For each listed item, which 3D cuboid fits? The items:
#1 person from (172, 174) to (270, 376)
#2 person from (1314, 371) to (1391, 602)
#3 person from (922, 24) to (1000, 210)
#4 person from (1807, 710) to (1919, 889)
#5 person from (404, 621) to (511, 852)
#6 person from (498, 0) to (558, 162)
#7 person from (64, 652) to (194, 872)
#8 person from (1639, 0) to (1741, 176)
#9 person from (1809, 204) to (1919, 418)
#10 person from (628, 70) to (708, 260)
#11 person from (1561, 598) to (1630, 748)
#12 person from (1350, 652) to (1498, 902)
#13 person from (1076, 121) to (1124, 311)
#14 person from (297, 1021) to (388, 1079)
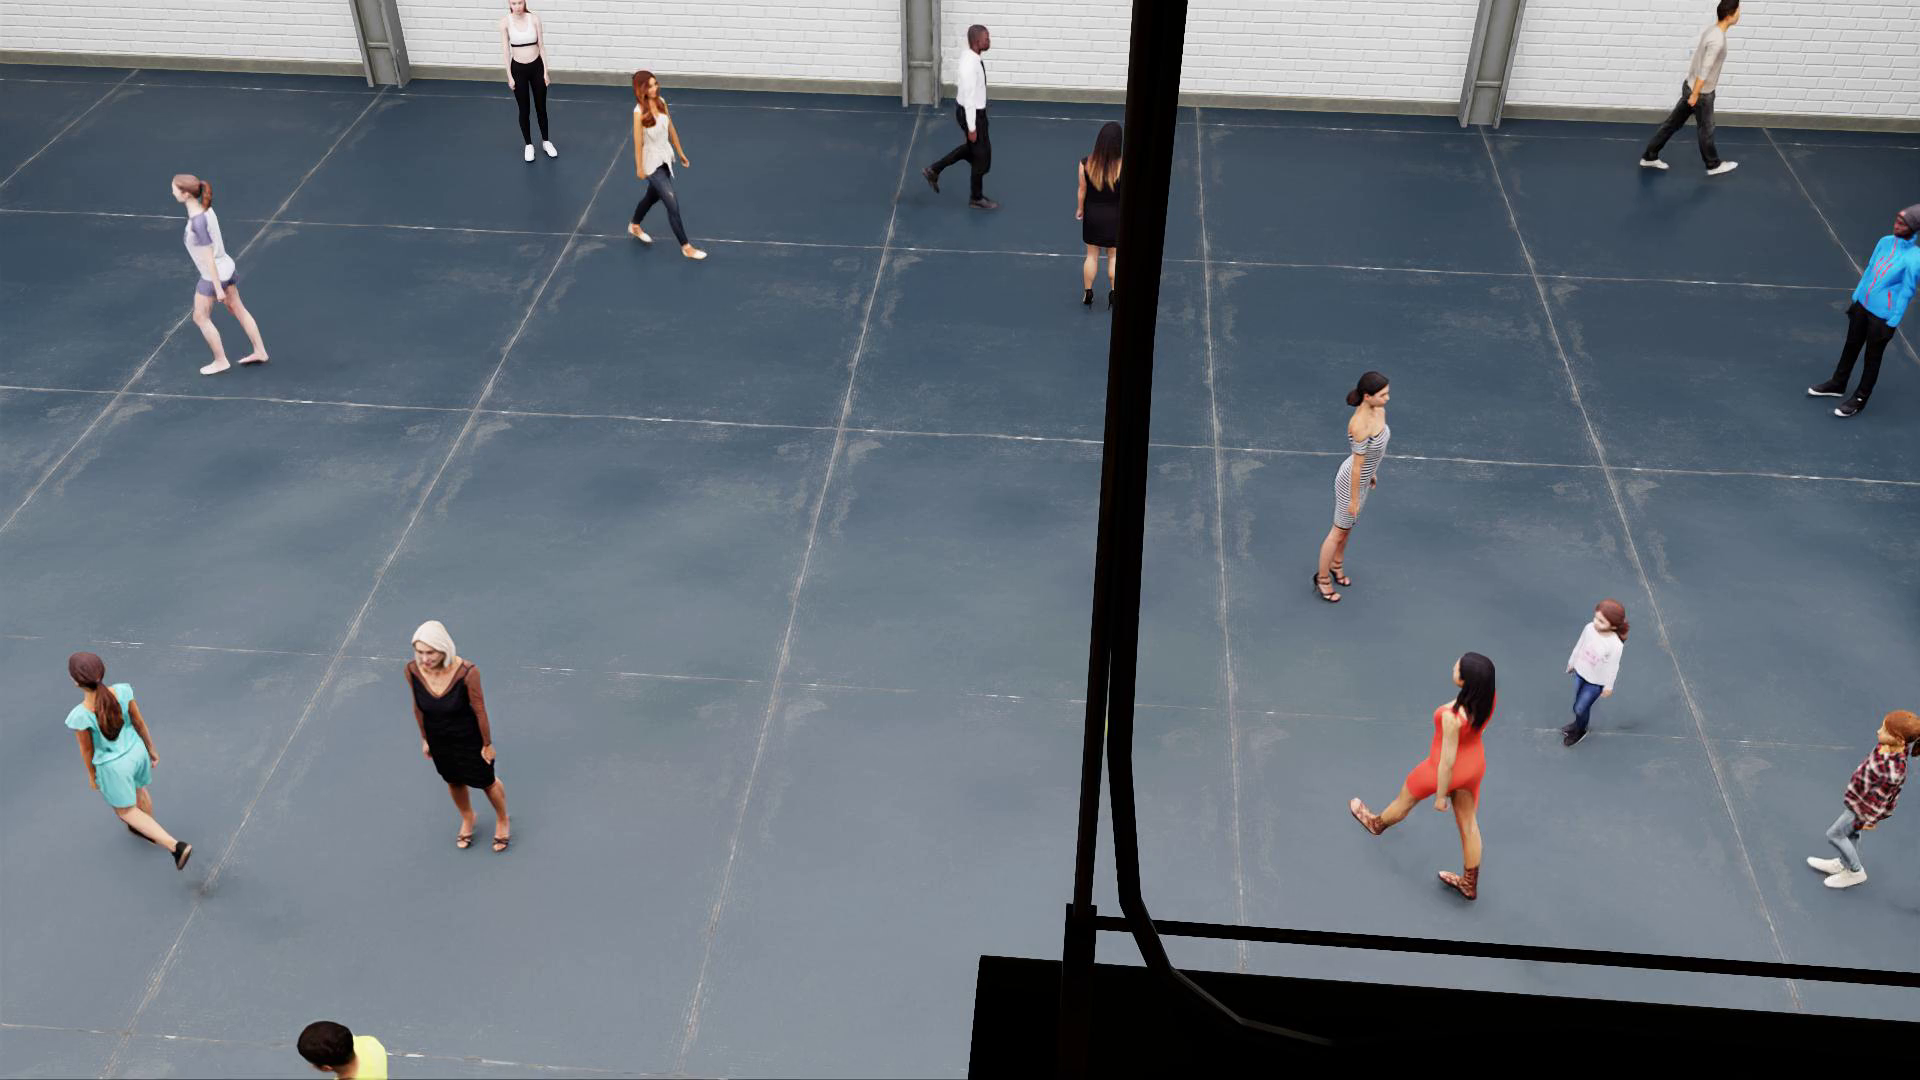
[{"bbox_3d":[-5.957,-2.156,13.518,0.816,1.748,0.687,-5,39,-7],"label":"person"},{"bbox_3d":[2.649,-0.369,11.224,0.647,1.817,0.653,18,42,21],"label":"person"},{"bbox_3d":[0.012,-3.978,15.749,0.982,1.811,0.672,1,39,2],"label":"person"},{"bbox_3d":[5.170,1.472,9.335,0.614,1.299,0.603,16,41,19],"label":"person"},{"bbox_3d":[-2.849,1.106,9.436,0.482,1.743,0.650,7,39,9],"label":"person"},{"bbox_3d":[-4.340,-4.686,16.691,0.619,1.741,0.729,-15,41,-18],"label":"person"},{"bbox_3d":[-4.701,1.274,9.387,1.010,1.544,0.791,20,43,23],"label":"person"},{"bbox_3d":[7.157,-4.431,16.346,1.154,1.773,0.751,8,39,10],"label":"person"},{"bbox_3d":[7.215,-1.808,13.045,0.655,1.794,0.684,-11,40,-13],"label":"person"},{"bbox_3d":[-2.821,-3.419,15.106,1.198,1.740,0.833,15,41,18],"label":"person"},{"bbox_3d":[3.973,0.804,10.328,0.582,1.102,0.540,-15,41,-18],"label":"person"},{"bbox_3d":[2.798,1.339,9.208,1.104,1.665,1.113,-24,44,-27],"label":"person"},{"bbox_3d":[1.248,-2.776,14.319,0.558,1.717,0.742,7,39,8],"label":"person"},{"bbox_3d":[-2.615,2.687,7.487,0.681,1.706,0.698,-13,40,-16],"label":"person"}]
